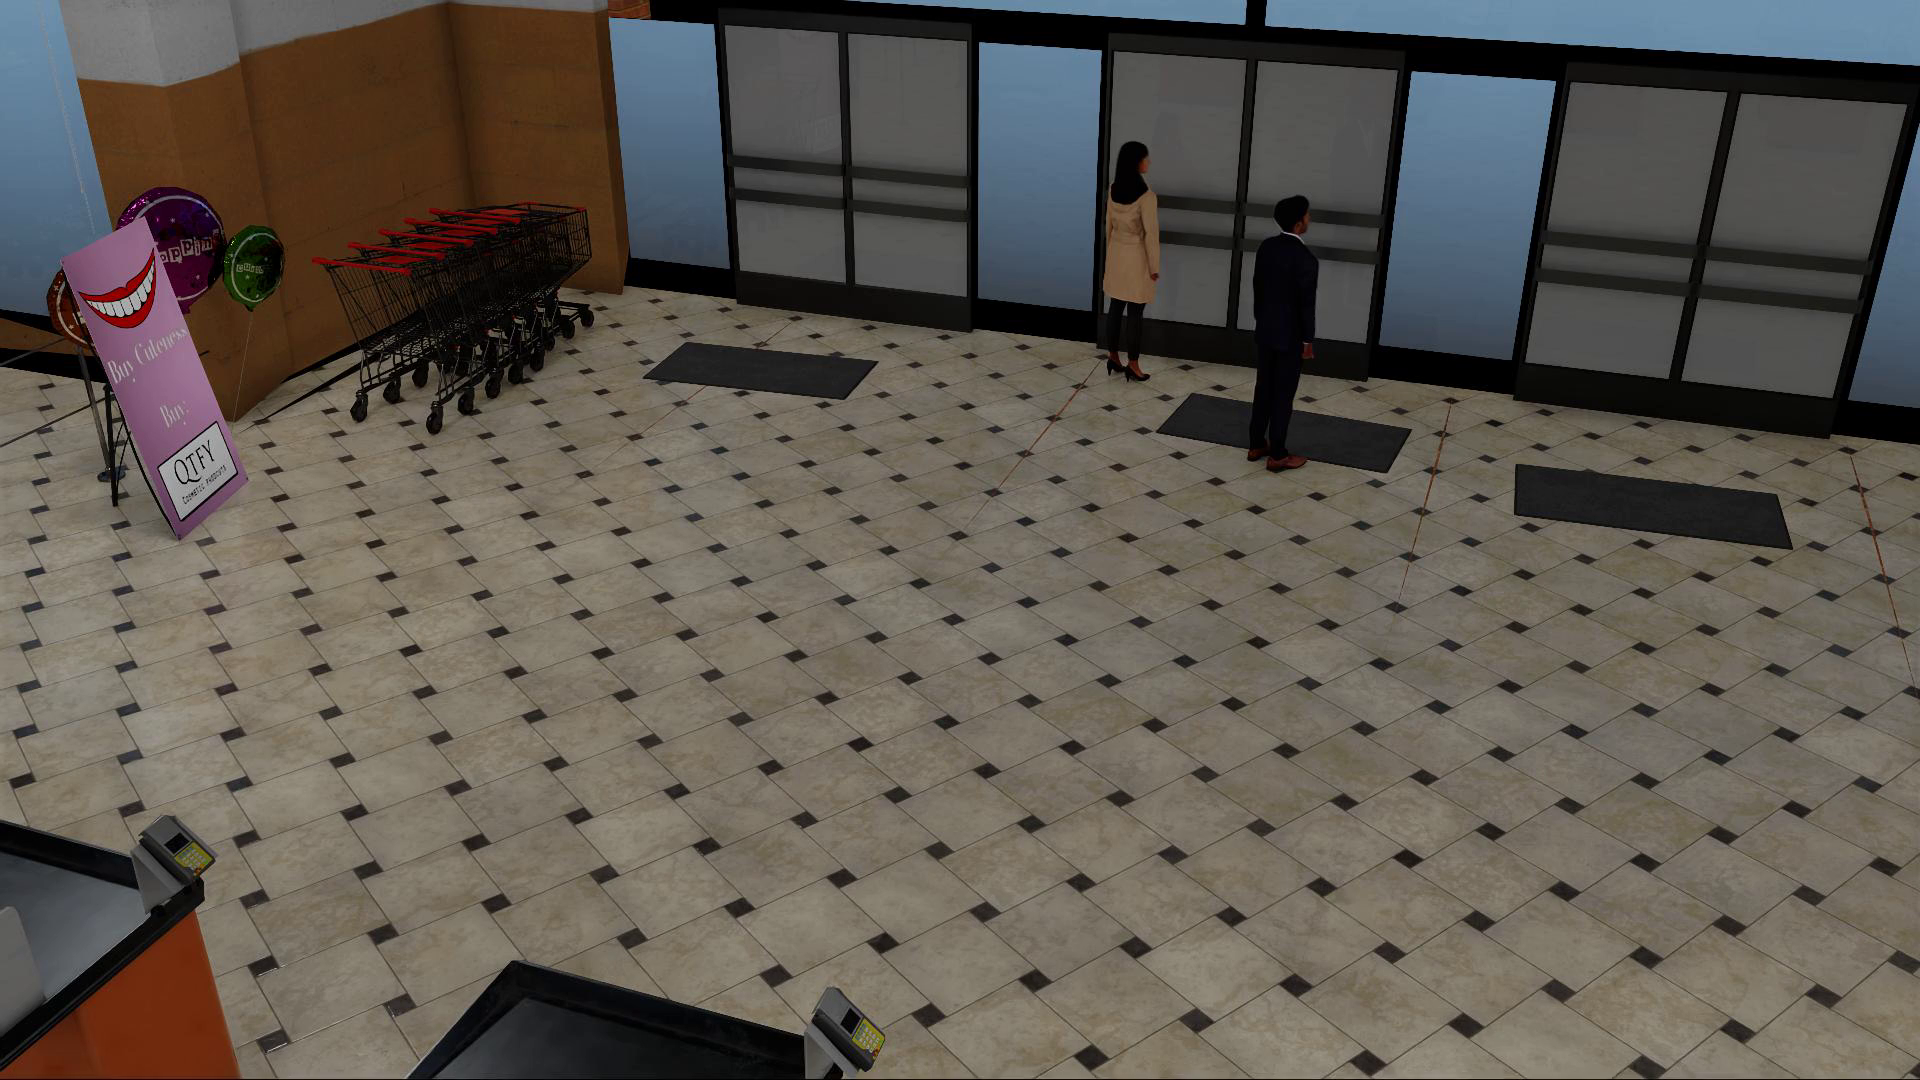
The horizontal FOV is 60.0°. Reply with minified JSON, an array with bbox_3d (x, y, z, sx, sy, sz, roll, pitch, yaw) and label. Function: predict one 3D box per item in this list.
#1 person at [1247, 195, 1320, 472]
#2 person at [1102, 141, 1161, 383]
[{"bbox_3d":[1.976,-1.273,10.237,0.730,1.726,0.711,-17,31,-30],"label":"person"},{"bbox_3d":[1.185,-1.927,11.577,0.707,1.682,0.710,-20,33,-34],"label":"person"}]
